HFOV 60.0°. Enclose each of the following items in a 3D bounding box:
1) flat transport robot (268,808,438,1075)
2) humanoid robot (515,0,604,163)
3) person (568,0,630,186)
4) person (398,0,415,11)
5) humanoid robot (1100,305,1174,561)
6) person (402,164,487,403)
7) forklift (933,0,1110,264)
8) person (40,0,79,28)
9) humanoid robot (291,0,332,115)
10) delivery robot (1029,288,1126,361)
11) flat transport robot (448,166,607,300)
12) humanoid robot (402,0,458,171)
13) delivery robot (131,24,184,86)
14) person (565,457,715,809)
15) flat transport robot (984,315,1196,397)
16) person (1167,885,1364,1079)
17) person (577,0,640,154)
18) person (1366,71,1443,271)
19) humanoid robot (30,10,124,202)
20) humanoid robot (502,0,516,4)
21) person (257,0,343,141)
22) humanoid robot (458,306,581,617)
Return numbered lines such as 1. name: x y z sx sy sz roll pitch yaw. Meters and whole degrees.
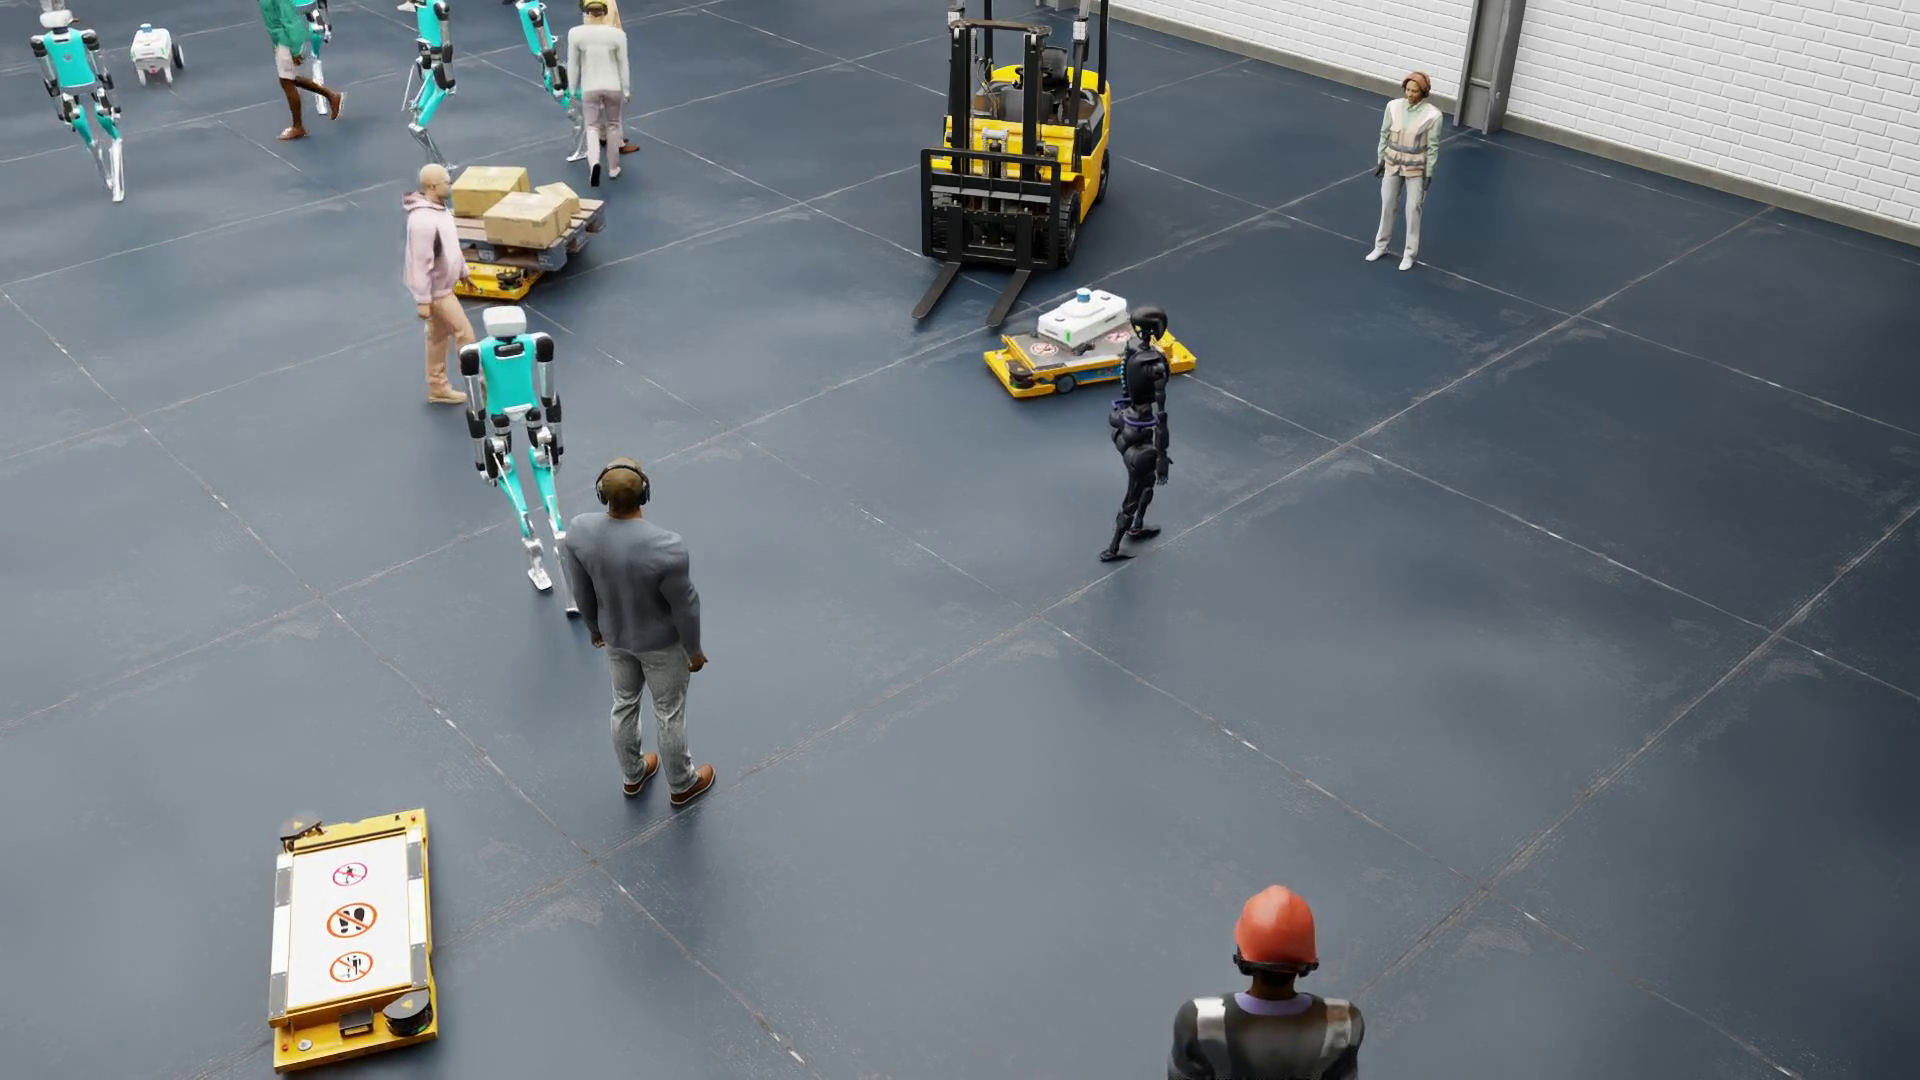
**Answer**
1. flat transport robot: -2.732 1.737 7.504 0.659 0.231 1.431 -9 34 -14
2. humanoid robot: -3.632 -4.272 15.476 0.767 1.866 0.545 -15 36 -22
3. person: -3.256 -4.063 15.071 0.566 1.724 0.674 -5 33 -8
4. person: -6.672 -7.316 19.952 0.417 1.864 0.816 16 36 23
5. humanoid robot: 1.085 -0.635 9.864 0.514 1.641 0.597 -10 34 -15
6. person: -3.455 -1.730 11.481 0.818 1.752 0.549 -4 33 -5
7. forklift: 0.570 -3.725 14.138 1.214 2.155 2.313 9 34 13
8. person: -10.717 -6.823 19.397 0.324 1.646 0.476 5 33 7
9. humanoid robot: -6.695 -5.155 16.834 0.542 1.882 0.679 -25 41 -33
10. delivery robot: 0.902 -1.578 12.318 0.499 0.575 0.759 28 42 36
11. flat transport robot: -3.683 -2.394 13.853 0.659 0.231 1.431 7 34 11
12. humanoid robot: -4.967 -4.217 15.358 0.656 1.851 0.539 -27 42 -35
13. delivery robot: -8.751 -5.293 18.034 0.499 0.581 0.778 -10 34 -15
14. person: -1.508 0.457 7.941 0.634 1.939 0.362 11 35 16
15. flat transport robot: 0.958 -1.368 12.275 1.431 0.231 0.659 -11 35 -16
16. person: 0.970 1.955 5.555 0.604 2.030 0.412 0 33 0
17. person: -3.373 -4.596 15.777 0.407 1.871 0.551 -18 37 -25
18. person: 3.631 -3.012 13.554 0.516 1.632 0.316 25 40 33
19. humanoid robot: -7.738 -3.835 14.821 0.545 1.883 0.810 -10 34 -16
20. humanoid robot: -5.492 -7.481 20.407 0.608 1.631 0.747 9 34 14
21. person: -6.504 -4.861 16.221 0.706 1.823 0.506 -22 39 -30
22. humanoid robot: -2.407 -0.340 9.436 0.555 1.881 0.801 -17 37 -24
